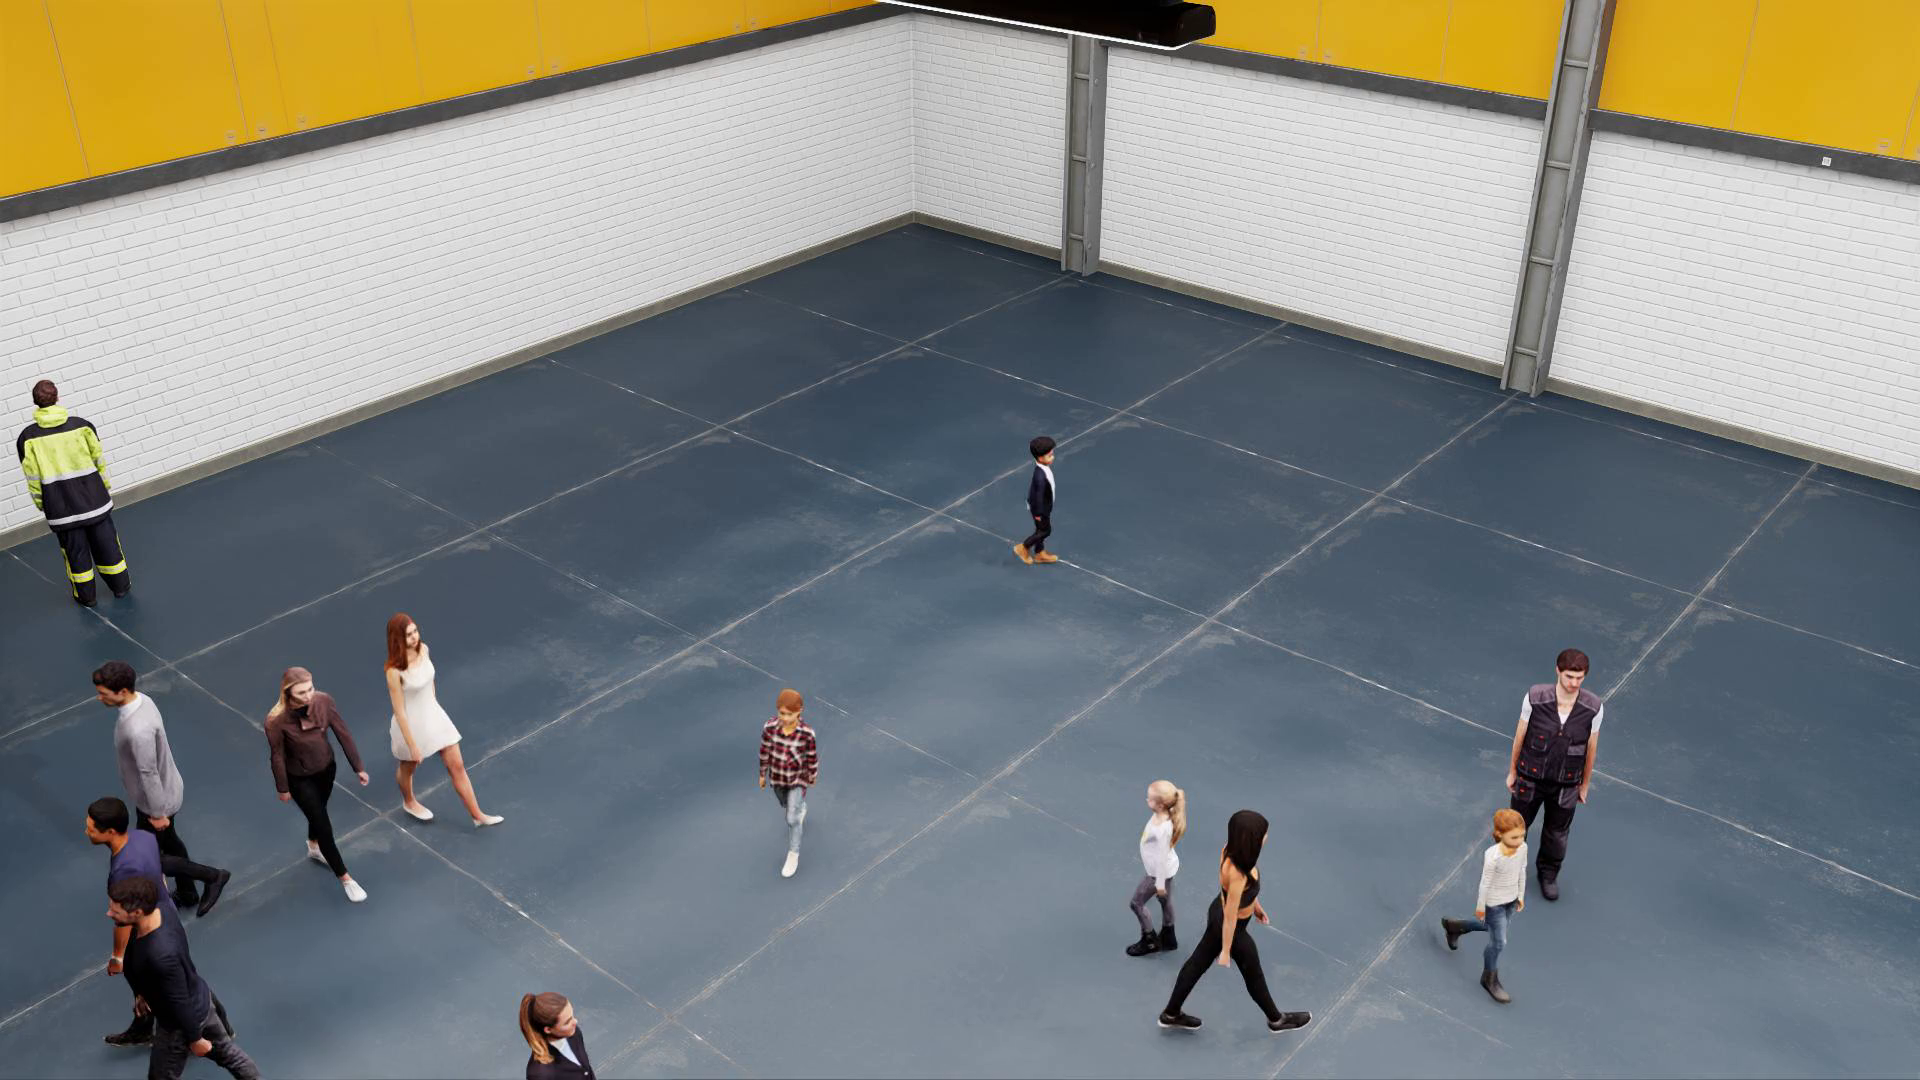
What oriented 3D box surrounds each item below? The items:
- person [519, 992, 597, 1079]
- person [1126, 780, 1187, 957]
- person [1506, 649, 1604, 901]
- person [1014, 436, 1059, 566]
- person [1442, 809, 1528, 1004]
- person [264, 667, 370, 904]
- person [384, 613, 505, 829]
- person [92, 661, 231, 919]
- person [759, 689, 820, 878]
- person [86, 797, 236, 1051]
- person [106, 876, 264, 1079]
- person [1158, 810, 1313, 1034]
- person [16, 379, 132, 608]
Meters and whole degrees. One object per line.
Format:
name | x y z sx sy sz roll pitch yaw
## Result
person | -1.964 2.871 8.096 1.097 1.700 0.925 4 29 7
person | 1.281 2.009 10.124 0.600 1.270 0.561 9 30 17
person | 3.721 1.472 10.510 0.677 1.843 0.800 8 30 14
person | 0.653 -0.339 14.483 0.725 1.217 0.656 3 29 5
person | 3.162 2.113 9.904 0.620 1.298 0.862 -16 33 -27
person | -4.208 1.485 10.682 1.006 1.657 0.648 17 33 29
person | -3.703 1.216 11.156 1.101 1.674 0.719 15 32 25
person | -4.896 1.546 10.309 0.947 1.906 0.855 -15 32 -25
person | -1.117 1.512 11.013 0.912 1.291 0.821 8 30 14
person | -4.426 2.168 9.320 0.972 1.760 0.988 -12 31 -20
person | -3.961 2.463 8.708 1.067 1.830 1.158 -10 30 -18
person | 1.441 2.200 9.434 1.118 1.596 1.008 -1 29 -1
person | -7.367 -0.396 13.790 0.823 1.981 0.719 -21 35 -33
